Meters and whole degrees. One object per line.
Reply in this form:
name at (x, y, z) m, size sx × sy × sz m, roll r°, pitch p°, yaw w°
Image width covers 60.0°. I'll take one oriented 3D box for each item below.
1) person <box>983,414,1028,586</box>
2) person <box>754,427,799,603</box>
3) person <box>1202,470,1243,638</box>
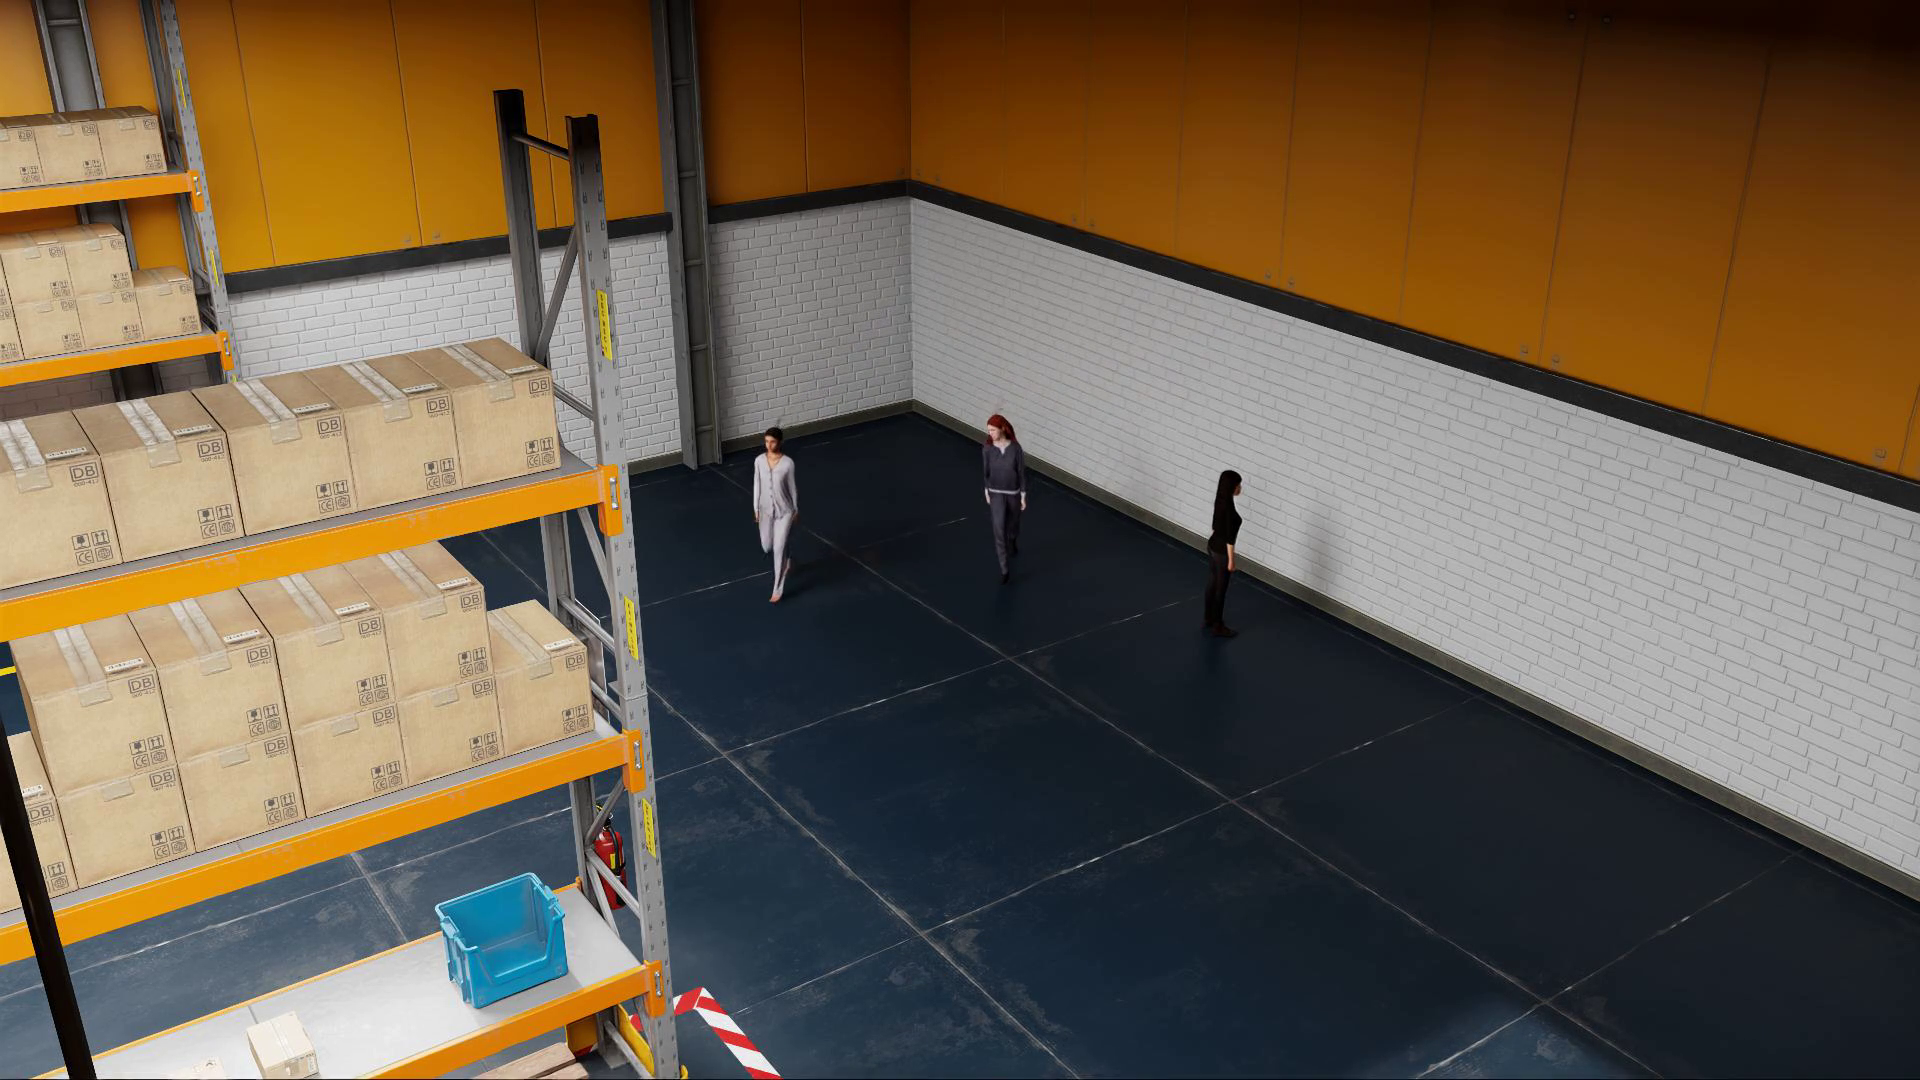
person at (0.475, -0.454, 16.988) m, size 1.099 × 1.733 × 1.112 m, roll 1°, pitch 24°, yaw 1°
person at (-1.809, -0.307, 16.623) m, size 0.977 × 1.755 × 1.061 m, roll 5°, pitch 24°, yaw 11°
person at (2.477, 0.114, 15.803) m, size 0.630 × 1.641 × 0.640 m, roll -5°, pitch 24°, yaw -11°
